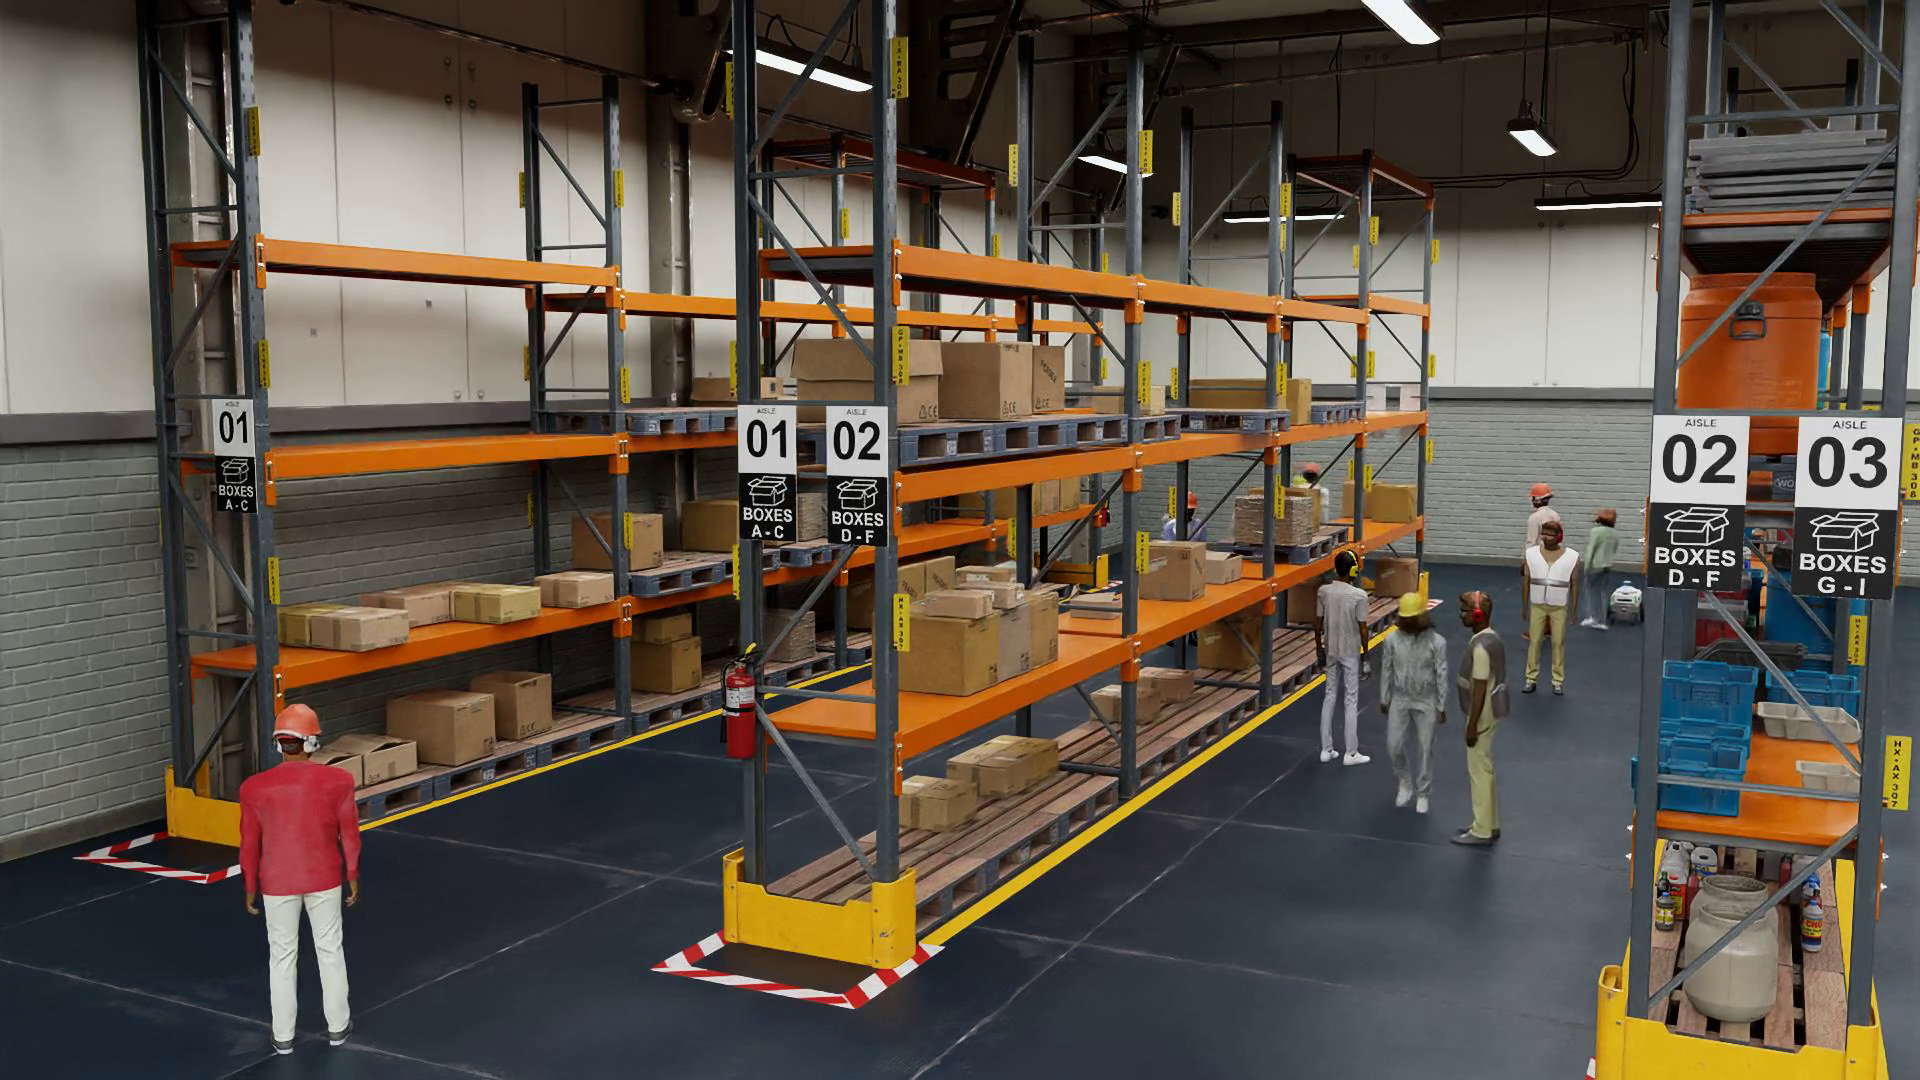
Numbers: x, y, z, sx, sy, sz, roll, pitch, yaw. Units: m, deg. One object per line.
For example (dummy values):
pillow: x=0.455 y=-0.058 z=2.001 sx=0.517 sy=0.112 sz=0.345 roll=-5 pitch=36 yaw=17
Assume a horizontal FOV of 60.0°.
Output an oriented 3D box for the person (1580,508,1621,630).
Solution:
person: x=8.451 y=0.385 z=21.905 sx=0.587 sy=1.596 sz=0.373 roll=-2 pitch=6 yaw=-17

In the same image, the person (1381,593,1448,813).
person: x=3.503 y=1.250 z=12.828 sx=0.512 sy=1.715 sz=0.420 roll=2 pitch=6 yaw=21

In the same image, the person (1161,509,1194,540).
person: x=3.017 y=0.184 z=23.142 sx=0.489 sy=1.741 sz=0.322 roll=-1 pitch=6 yaw=-12

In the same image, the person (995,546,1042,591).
person: x=0.579 y=0.791 z=17.358 sx=0.573 sy=1.719 sz=0.839 roll=3 pitch=7 yaw=30

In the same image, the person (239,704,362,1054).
person: x=-3.324 y=1.695 z=8.401 sx=0.572 sy=1.745 sz=0.339 roll=-2 pitch=6 yaw=-23

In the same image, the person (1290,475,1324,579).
person: x=5.520 y=-0.185 z=26.696 sx=0.703 sy=1.742 sz=0.535 roll=0 pitch=6 yaw=3

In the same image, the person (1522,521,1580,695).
person: x=6.225 y=0.711 z=17.546 sx=0.564 sy=1.839 sz=0.396 roll=3 pitch=7 yaw=25

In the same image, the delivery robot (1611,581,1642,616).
delivery robot: x=8.990 y=0.798 z=22.429 sx=0.477 sy=0.478 sz=0.707 roll=3 pitch=6 yaw=26

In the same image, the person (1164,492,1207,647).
person: x=2.786 y=0.367 z=20.491 sx=0.542 sy=1.928 sz=0.400 roll=-1 pitch=6 yaw=-11

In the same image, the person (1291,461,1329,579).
person: x=5.341 y=-0.200 z=25.551 sx=0.620 sy=2.020 sz=0.805 roll=2 pitch=6 yaw=18

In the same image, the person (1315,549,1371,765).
person: x=3.331 y=1.014 z=14.456 sx=0.532 sy=1.868 sz=0.310 roll=5 pitch=8 yaw=42

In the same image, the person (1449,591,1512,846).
person: x=3.775 y=1.280 z=12.018 sx=0.389 sy=1.838 sz=0.566 roll=2 pitch=6 yaw=22

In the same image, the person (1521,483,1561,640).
person: x=7.385 y=0.269 z=21.156 sx=0.620 sy=1.986 sz=0.407 roll=-5 pitch=8 yaw=-41
